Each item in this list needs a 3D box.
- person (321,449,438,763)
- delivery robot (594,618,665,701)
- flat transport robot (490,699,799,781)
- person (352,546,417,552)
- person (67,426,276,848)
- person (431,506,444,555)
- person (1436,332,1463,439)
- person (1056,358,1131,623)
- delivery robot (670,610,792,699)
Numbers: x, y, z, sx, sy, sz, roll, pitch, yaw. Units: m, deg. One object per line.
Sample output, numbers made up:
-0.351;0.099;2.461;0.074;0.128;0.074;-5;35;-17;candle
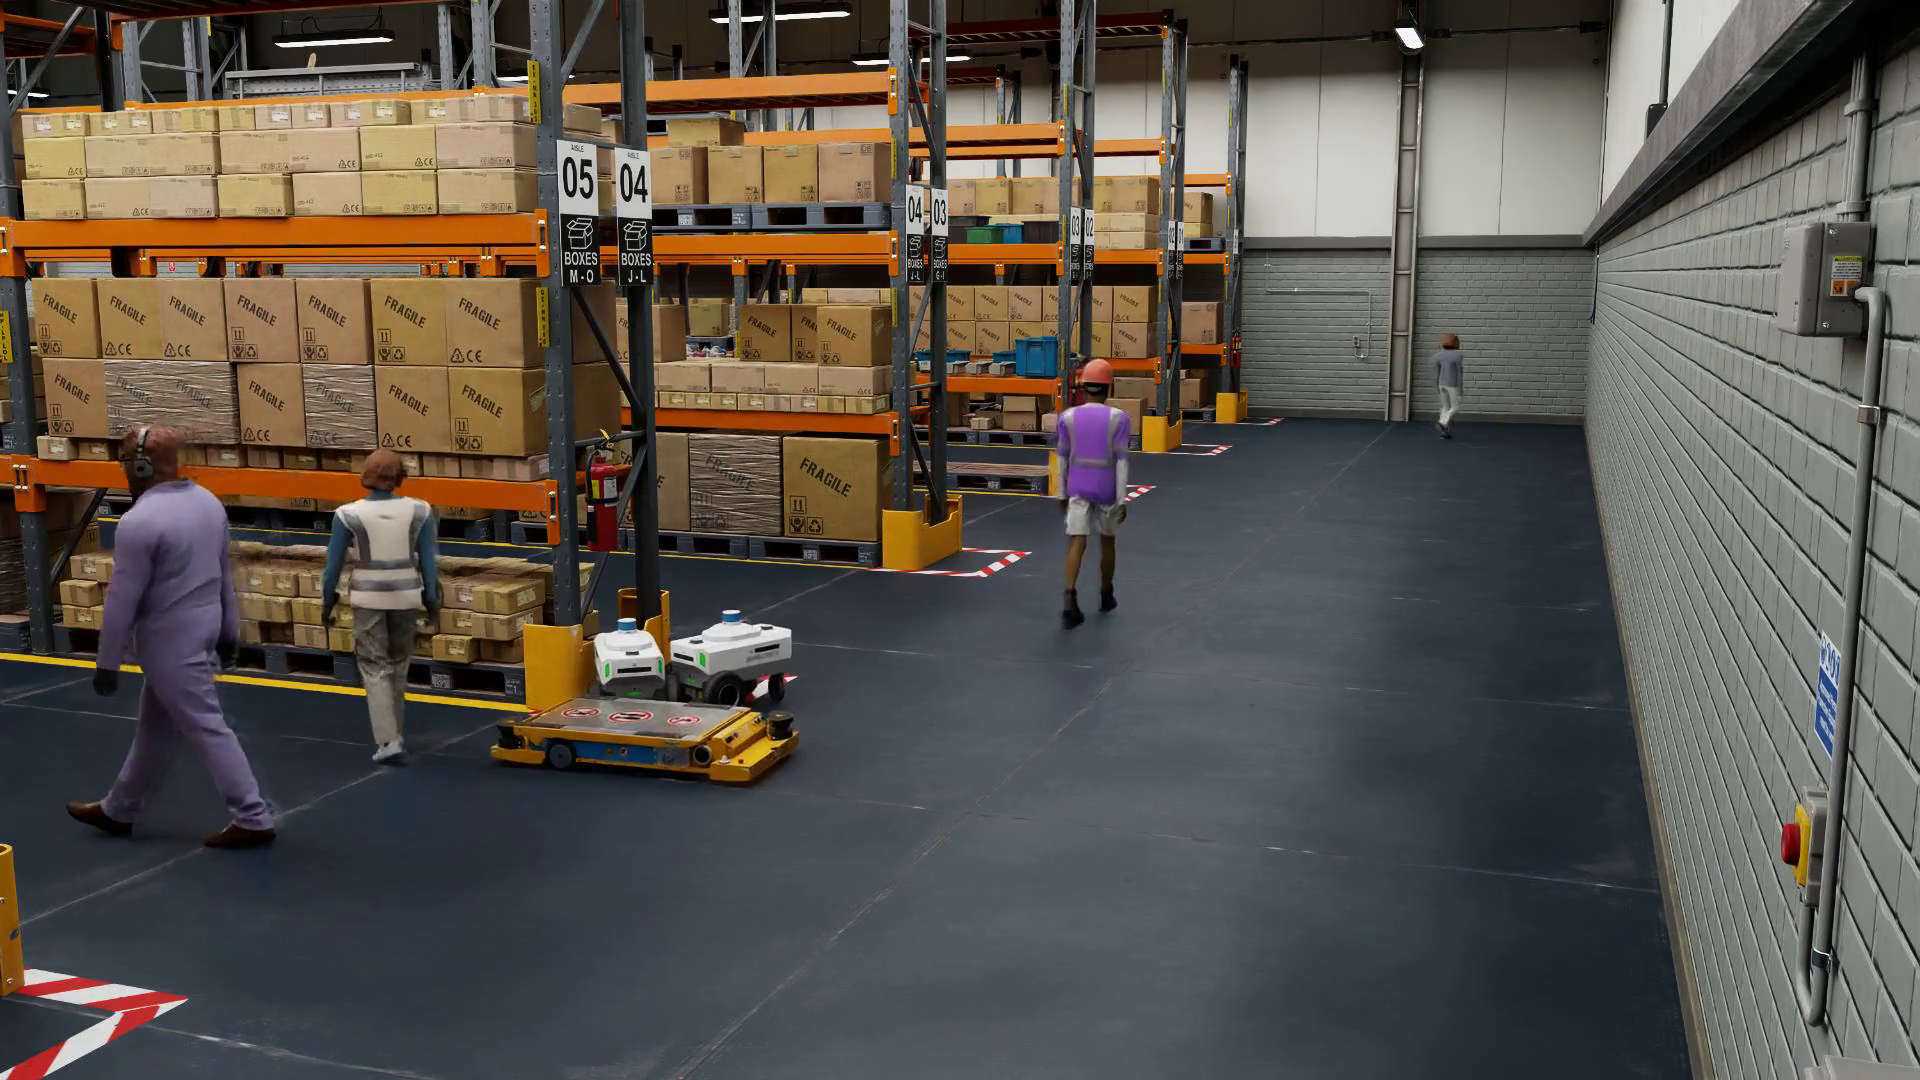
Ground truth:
-2.967;0.336;8.550;0.560;1.620;0.552;-6;11;-32;person
-1.870;0.684;9.381;0.477;0.478;0.707;-3;10;-16;delivery robot
-1.615;1.004;8.562;1.431;0.197;0.652;3;9;16;flat transport robot
-4.252;-0.380;12.187;0.897;1.888;0.592;4;10;26;person
-3.472;0.432;7.206;1.013;1.848;0.672;0;9;3;person
-4.275;-0.401;13.174;0.801;1.610;0.514;6;11;34;person
7.368;-2.316;25.077;0.394;1.616;0.517;-5;11;-30;person
0.946;-0.361;12.027;0.555;1.903;0.963;3;10;19;person
-1.312;0.649;9.605;0.477;0.478;0.707;9;12;43;delivery robot
